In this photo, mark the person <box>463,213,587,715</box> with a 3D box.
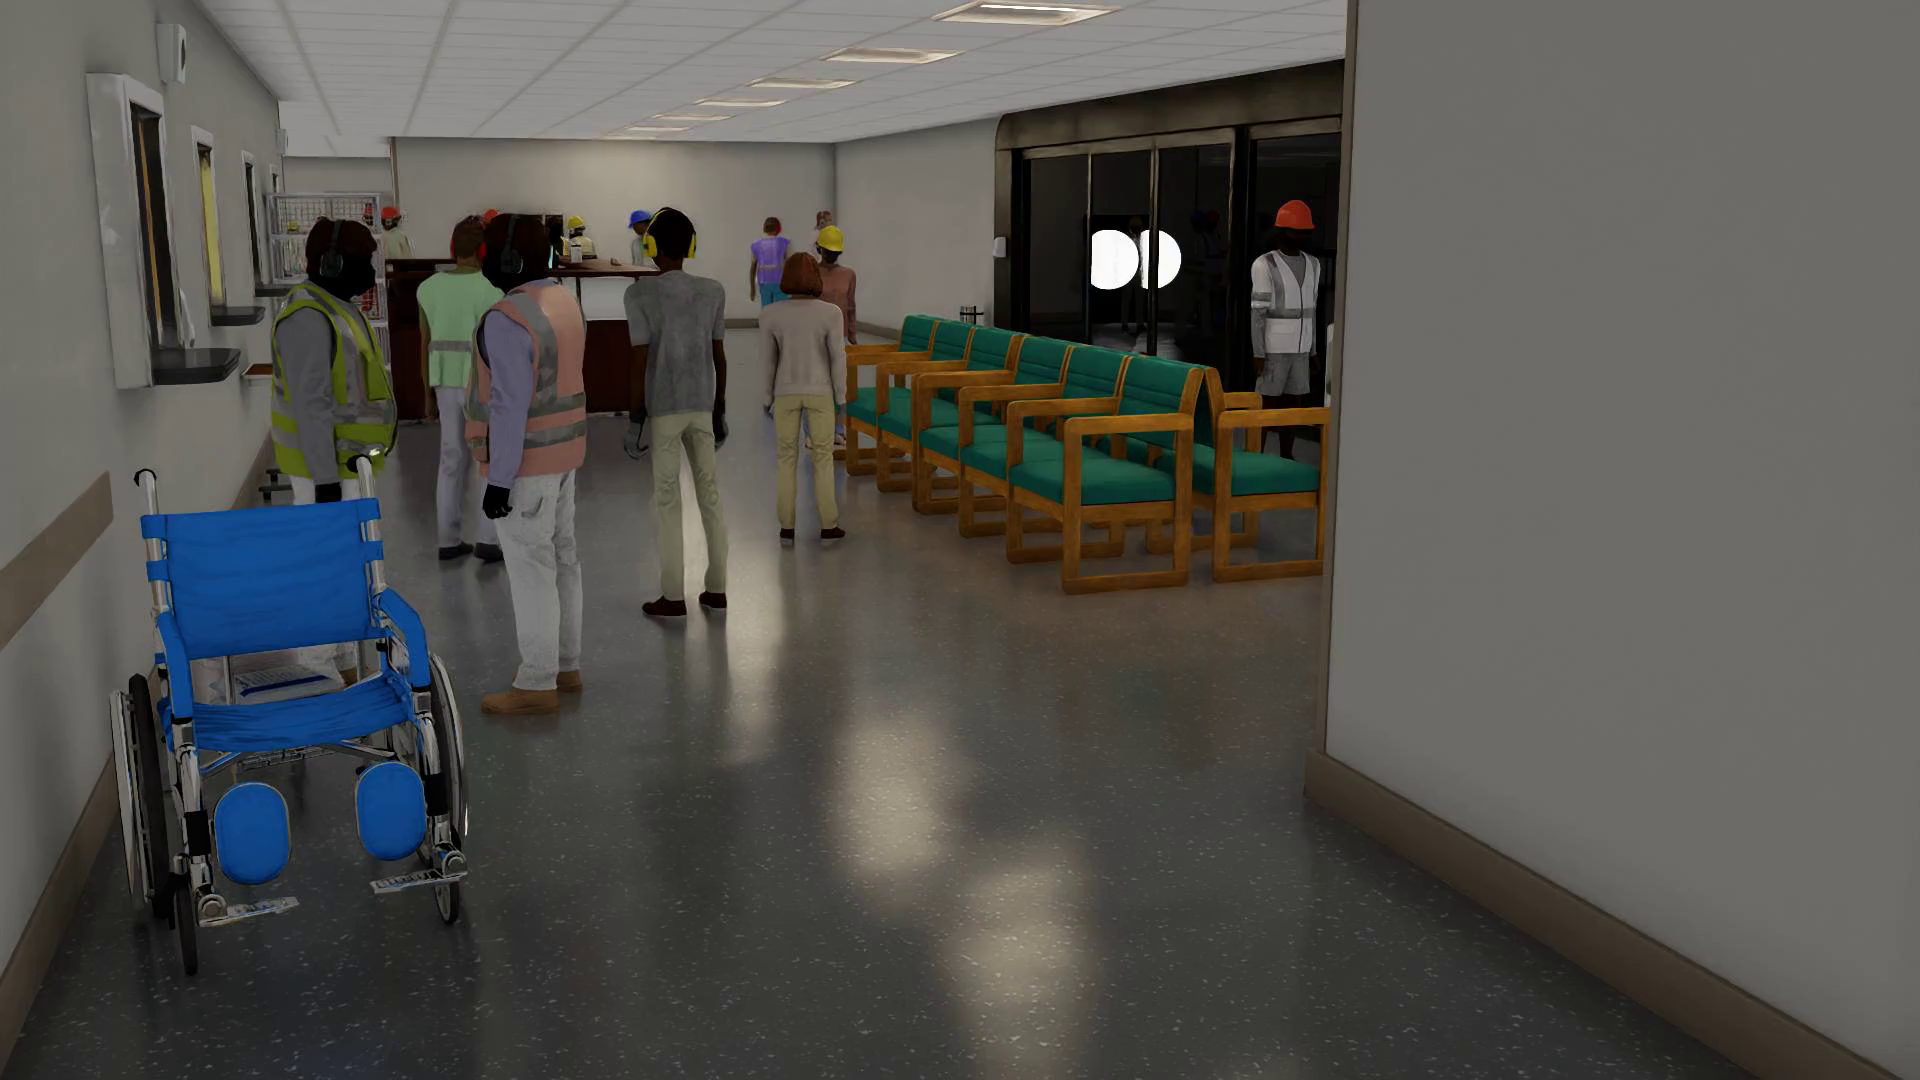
[{"bbox_3d":[-1.609,-0.275,6.171,0.429,1.845,0.627,1,11,7],"label":"person"}]

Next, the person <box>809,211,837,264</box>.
[{"bbox_3d":[-2.052,-3.988,25.057,0.402,1.906,0.651,-2,11,-10],"label":"person"}]

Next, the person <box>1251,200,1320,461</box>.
[{"bbox_3d":[2.203,-1.294,11.153,0.552,1.935,0.374,-6,13,-29],"label":"person"}]

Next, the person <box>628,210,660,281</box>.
[{"bbox_3d":[-3.967,-3.189,20.980,0.594,1.893,0.796,4,12,22],"label":"person"}]

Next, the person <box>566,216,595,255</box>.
[{"bbox_3d":[-5.481,-3.723,23.882,0.404,1.831,0.600,5,12,25],"label":"person"}]

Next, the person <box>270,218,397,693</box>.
[{"bbox_3d":[-2.318,-0.273,6.221,0.430,1.829,0.628,-1,11,-5],"label":"person"}]

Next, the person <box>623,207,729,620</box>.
[{"bbox_3d":[-1.298,-0.568,7.597,0.521,1.873,0.335,-8,13,-34],"label":"person"}]

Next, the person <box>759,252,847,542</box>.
[{"bbox_3d":[-0.878,-0.797,9.381,0.498,1.634,0.281,1,11,7],"label":"person"}]

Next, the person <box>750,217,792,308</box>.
[{"bbox_3d":[-2.458,-3.305,21.760,0.615,1.821,0.486,2,11,10],"label":"person"}]

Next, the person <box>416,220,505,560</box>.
[{"bbox_3d":[-2.608,-0.781,8.849,0.574,1.814,0.506,2,11,11],"label":"person"}]

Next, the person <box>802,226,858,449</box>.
[{"bbox_3d":[-1.034,-1.600,13.191,0.526,1.758,0.341,-7,13,-32],"label":"person"}]

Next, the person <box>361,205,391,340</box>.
[{"bbox_3d":[-8.177,-3.674,23.248,0.609,1.986,0.410,2,11,11],"label":"person"}]
